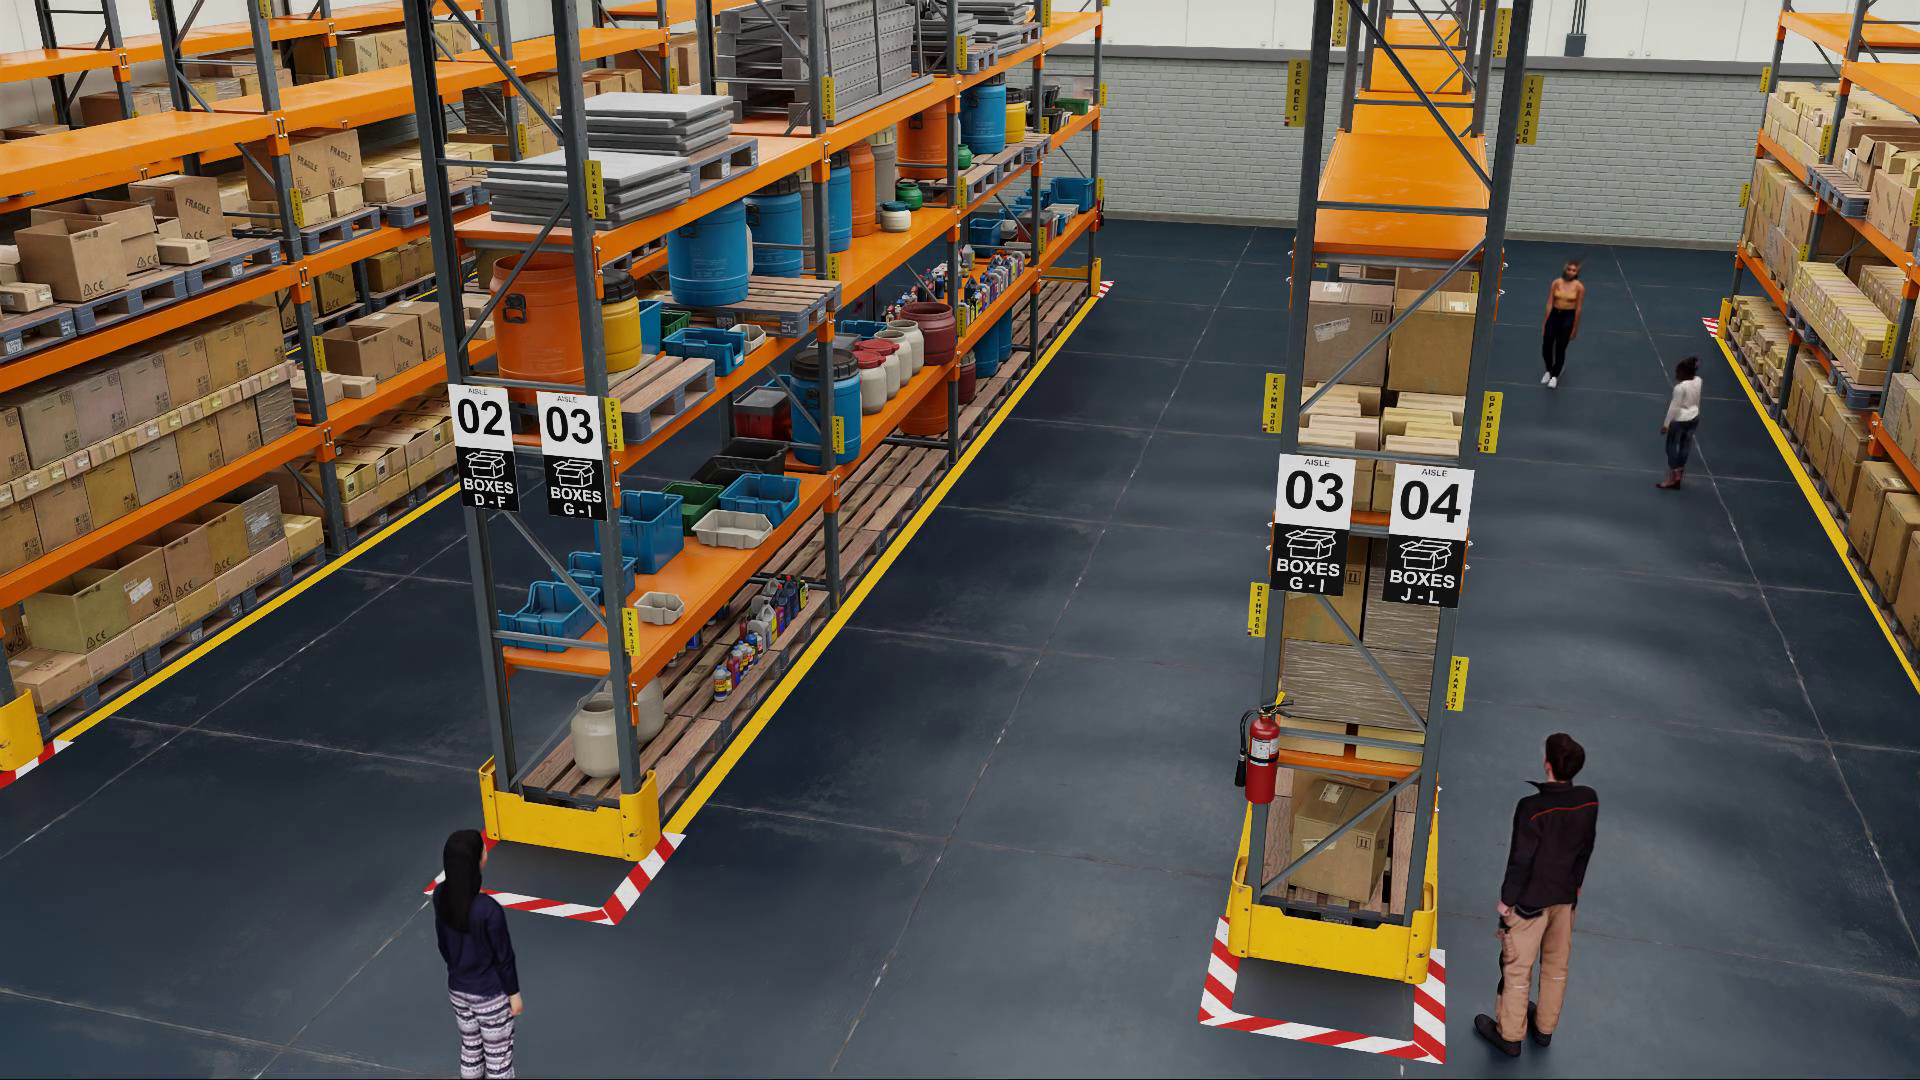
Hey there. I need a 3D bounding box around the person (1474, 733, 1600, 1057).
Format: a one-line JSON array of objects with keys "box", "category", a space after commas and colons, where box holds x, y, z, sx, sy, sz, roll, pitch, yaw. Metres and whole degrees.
[{"box": [3.123, 1.905, 8.934, 0.793, 1.925, 0.811, -8, 23, -18], "category": "person"}]

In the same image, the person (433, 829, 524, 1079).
[{"box": [-2.425, 2.229, 8.393, 0.658, 1.734, 0.600, 12, 25, 27], "category": "person"}]

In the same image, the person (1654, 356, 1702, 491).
[{"box": [7.518, -1.241, 17.267, 0.684, 1.439, 0.734, -5, 23, -11], "category": "person"}]

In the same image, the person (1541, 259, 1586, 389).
[{"box": [7.458, -2.685, 20.567, 0.654, 1.614, 0.652, 13, 26, 29], "category": "person"}]
